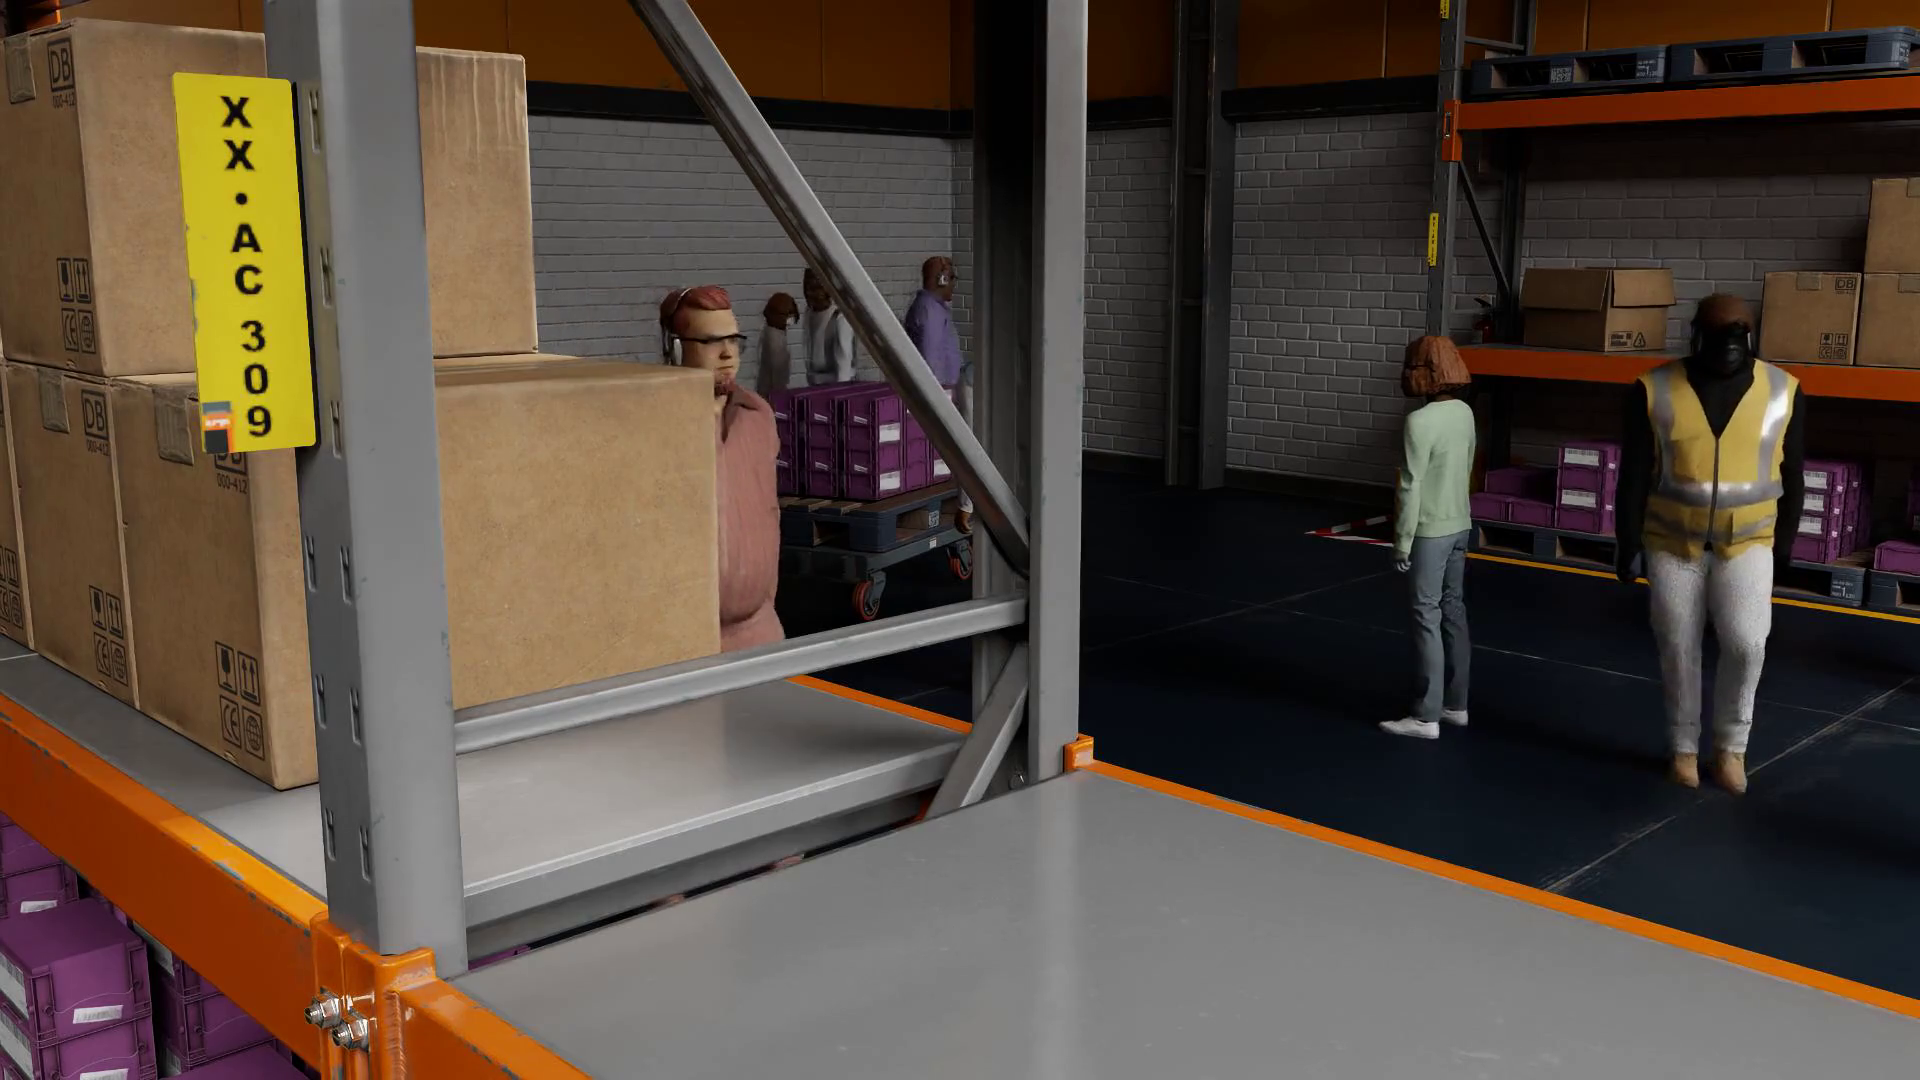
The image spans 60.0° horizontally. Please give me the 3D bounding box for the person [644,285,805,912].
[{"bbox_3d":[-0.637,0.260,4.542,0.788,1.878,0.683,9,14,41],"label":"person"}]

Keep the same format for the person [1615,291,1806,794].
[{"bbox_3d":[2.715,0.016,6.060,0.637,1.825,0.497,4,11,21],"label":"person"}]

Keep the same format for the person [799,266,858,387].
[{"bbox_3d":[-0.867,-0.956,11.301,0.699,1.834,0.598,-8,13,-39],"label":"person"}]

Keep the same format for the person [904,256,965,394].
[{"bbox_3d":[-0.209,-0.922,10.993,0.489,1.885,0.676,-1,10,-6],"label":"person"}]

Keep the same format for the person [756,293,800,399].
[{"bbox_3d":[-1.402,-1.051,12.478,0.407,1.598,0.625,-2,11,-11],"label":"person"}]

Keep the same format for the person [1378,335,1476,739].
[{"bbox_3d":[1.914,-0.012,6.753,0.288,1.626,0.497,9,14,42],"label":"person"}]

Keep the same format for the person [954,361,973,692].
[{"bbox_3d":[0.234,-0.216,7.291,0.588,1.833,0.404,-5,12,-26],"label":"person"}]
